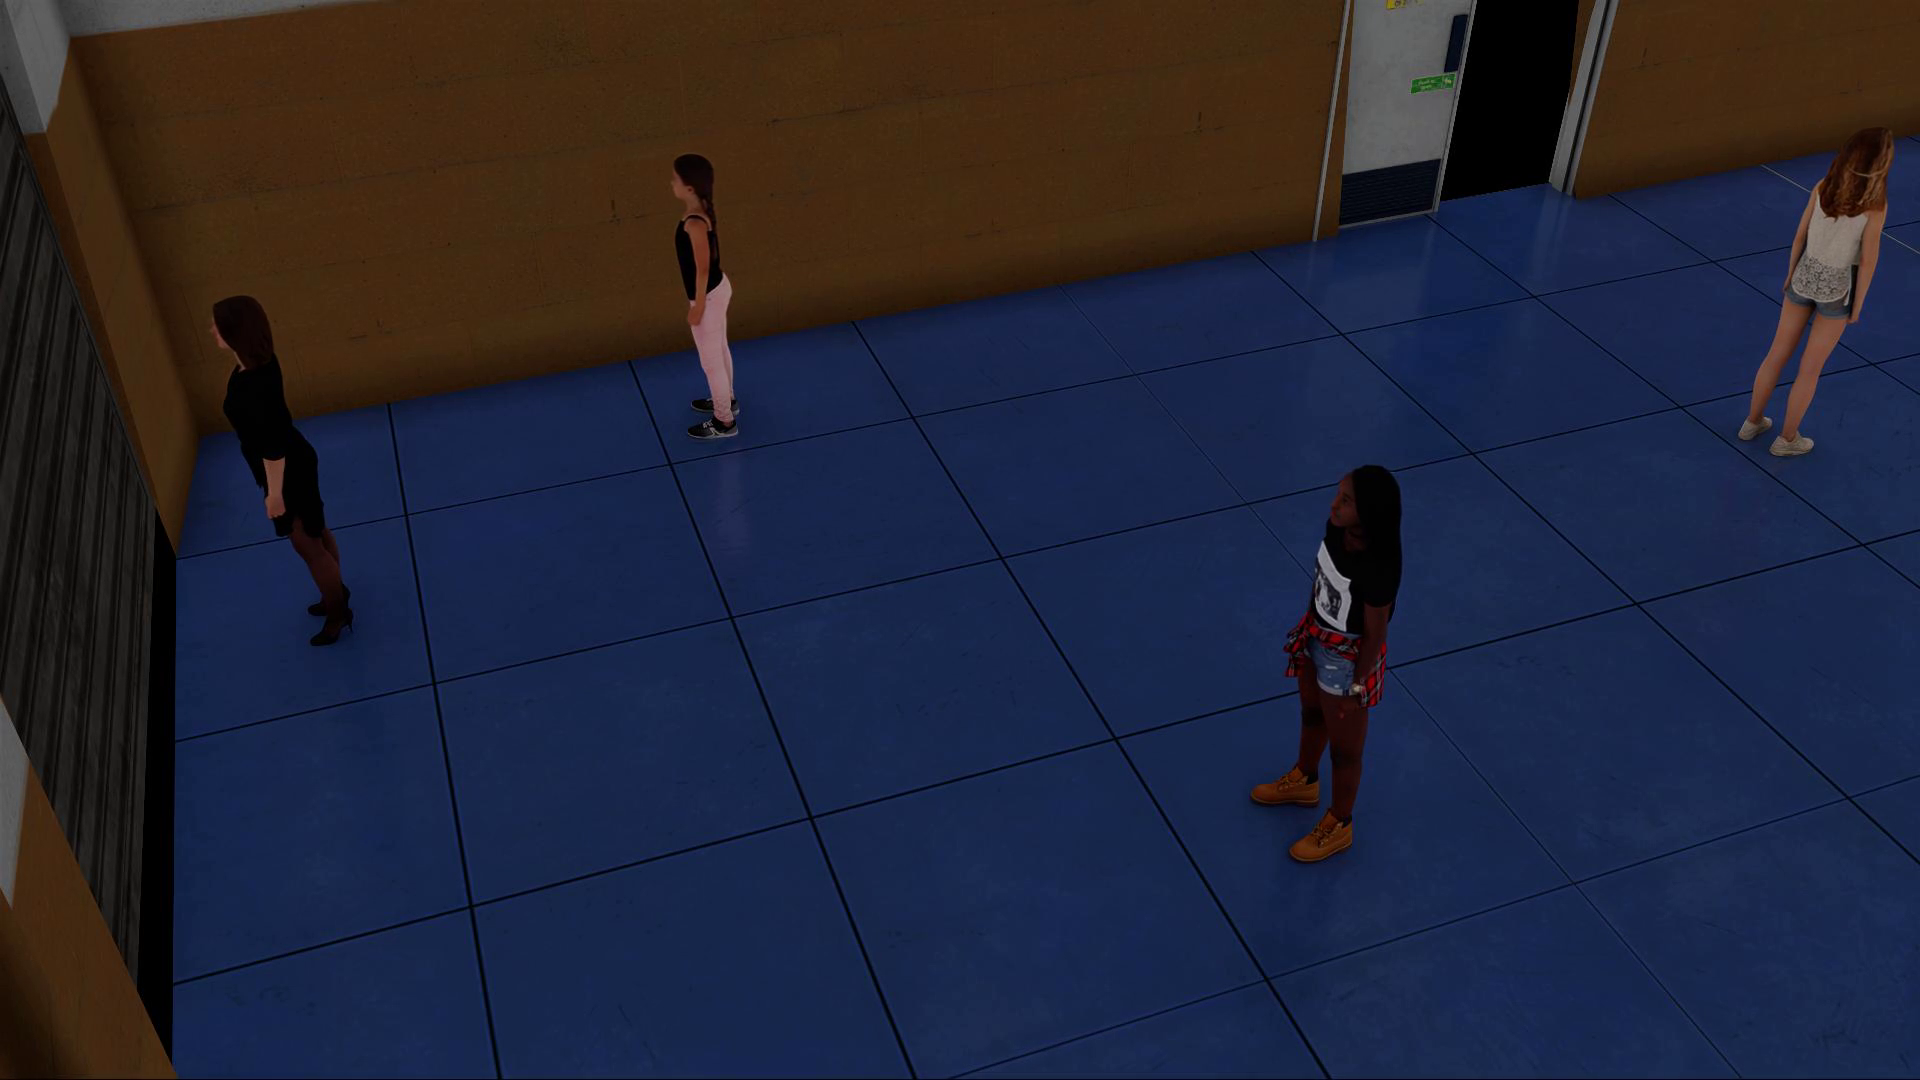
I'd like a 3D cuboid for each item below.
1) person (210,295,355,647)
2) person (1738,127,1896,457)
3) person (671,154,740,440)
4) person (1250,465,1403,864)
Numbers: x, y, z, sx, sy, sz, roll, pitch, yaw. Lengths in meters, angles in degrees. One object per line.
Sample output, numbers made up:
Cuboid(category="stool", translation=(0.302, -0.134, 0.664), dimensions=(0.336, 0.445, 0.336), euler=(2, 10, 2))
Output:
Cuboid(category="person", translation=(-2.867, -0.284, 7.092), dimensions=(0.657, 1.706, 0.448), euler=(-10, 38, -13))
Cuboid(category="person", translation=(4.293, -1.225, 8.316), dimensions=(0.673, 1.759, 0.521), euler=(-21, 42, -25))
Cuboid(category="person", translation=(-1.291, -1.244, 8.505), dimensions=(0.677, 1.562, 0.571), euler=(2, 37, 2))
Cuboid(category="person", translation=(1.396, 0.445, 6.115), dimensions=(0.669, 1.729, 0.540), euler=(-10, 38, -13))
